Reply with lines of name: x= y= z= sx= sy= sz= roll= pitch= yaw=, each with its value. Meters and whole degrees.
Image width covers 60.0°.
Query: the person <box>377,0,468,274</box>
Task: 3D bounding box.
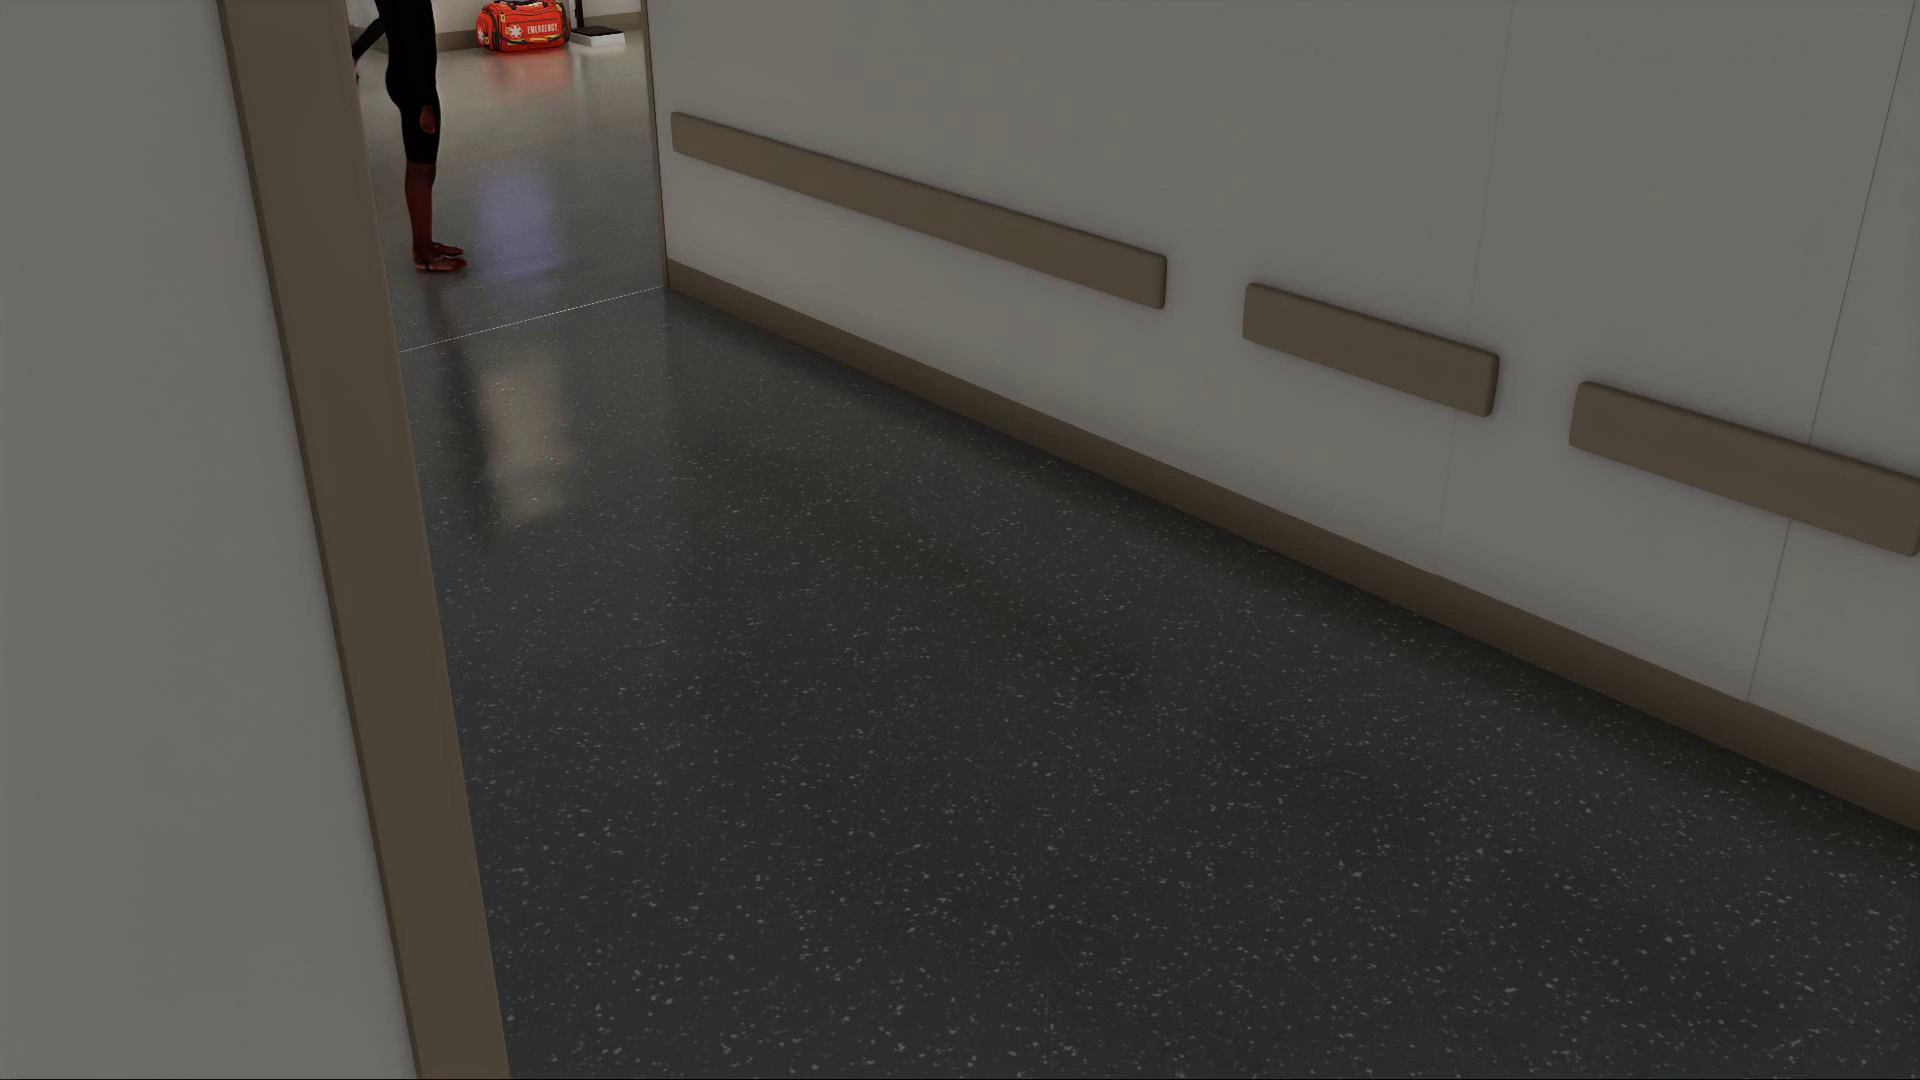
person: x=-2.725 y=-2.219 z=8.339 sx=0.606 sy=1.723 sz=0.659 roll=-10 pitch=27 yaw=-19
